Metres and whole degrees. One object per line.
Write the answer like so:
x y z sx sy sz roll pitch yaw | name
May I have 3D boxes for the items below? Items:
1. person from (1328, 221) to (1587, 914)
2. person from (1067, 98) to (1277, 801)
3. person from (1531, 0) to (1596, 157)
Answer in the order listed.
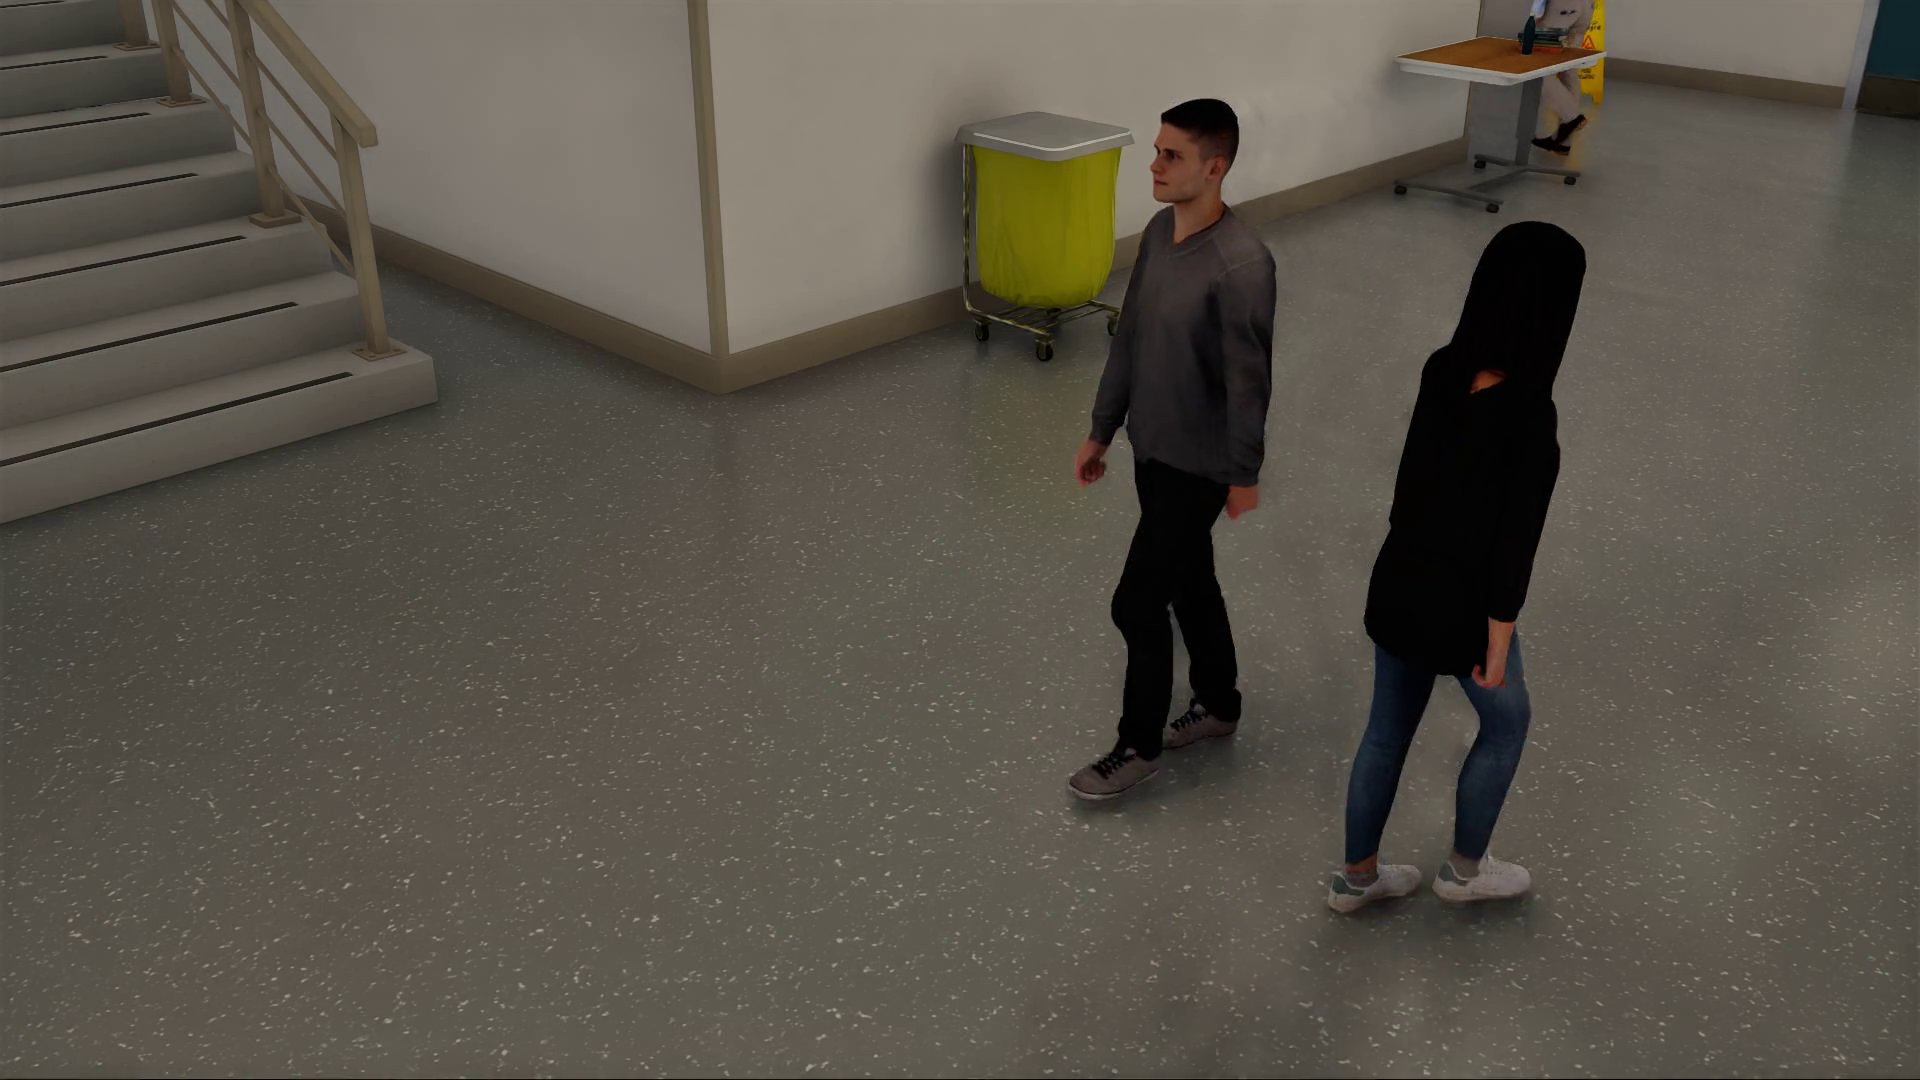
0.992 0.138 3.577 0.749 1.629 0.720 -14 29 -27 | person
0.637 -0.219 4.189 0.858 1.741 0.861 -10 27 -19 | person
3.880 -3.346 10.566 0.818 1.833 0.826 -13 28 -24 | person
